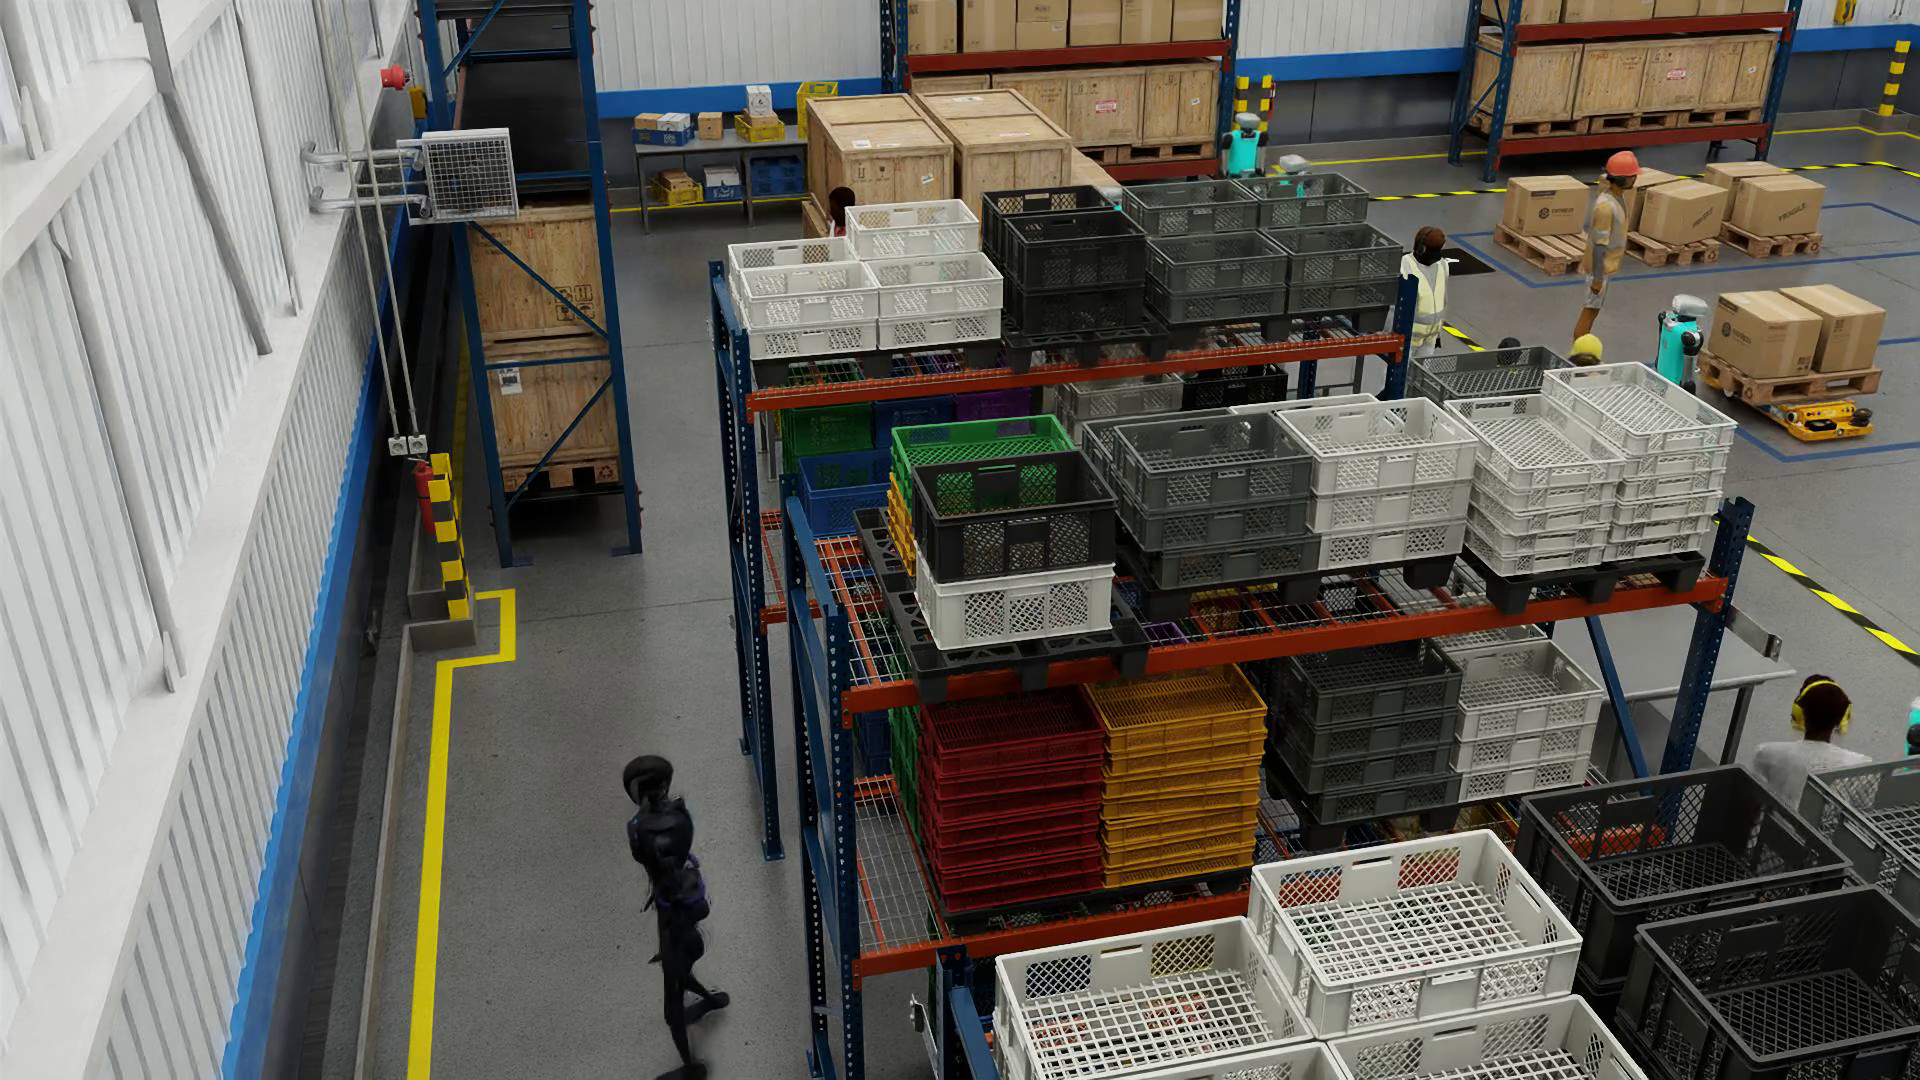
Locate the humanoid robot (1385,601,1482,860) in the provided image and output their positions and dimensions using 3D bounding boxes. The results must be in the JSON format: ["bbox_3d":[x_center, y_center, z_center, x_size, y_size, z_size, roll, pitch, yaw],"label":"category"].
[{"bbox_3d":[2.463,0.992,8.656,0.394,1.650,0.615,9,29,17],"label":"humanoid robot"}]

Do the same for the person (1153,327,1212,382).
[{"bbox_3d":[1.603,-0.695,11.729,0.558,1.790,0.955,25,36,38],"label":"person"}]

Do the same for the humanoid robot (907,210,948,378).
[{"bbox_3d":[-0.268,-1.842,13.970,0.679,1.813,0.540,-16,32,-28],"label":"humanoid robot"}]

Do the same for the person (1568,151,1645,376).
[{"bbox_3d":[5.719,-2.428,14.750,0.366,2.044,0.613,14,31,24],"label":"person"}]

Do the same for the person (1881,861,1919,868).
[{"bbox_3d":[3.824,1.819,6.721,0.617,2.022,0.507,-4,28,-7],"label":"person"}]

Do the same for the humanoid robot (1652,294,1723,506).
[{"bbox_3d":[5.414,-0.995,12.215,0.735,1.677,0.533,-1,28,-2],"label":"humanoid robot"}]

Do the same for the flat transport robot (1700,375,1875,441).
[{"bbox_3d":[7.143,-1.253,14.394,0.652,0.197,1.431,-6,28,-12],"label":"flat transport robot"}]

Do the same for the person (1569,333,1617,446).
[{"bbox_3d":[4.248,-0.640,11.701,0.566,1.719,0.636,4,28,7],"label":"person"}]

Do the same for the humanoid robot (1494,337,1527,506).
[{"bbox_3d":[3.766,-0.634,11.722,0.599,1.657,0.315,-1,28,-2],"label":"humanoid robot"}]

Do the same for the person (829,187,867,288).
[{"bbox_3d":[-0.935,-2.097,14.262,0.391,1.913,0.587,-16,32,-27],"label":"person"}]

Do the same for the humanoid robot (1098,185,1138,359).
[{"bbox_3d":[1.494,-2.330,14.845,0.689,1.750,0.530,-17,32,-29],"label":"humanoid robot"}]

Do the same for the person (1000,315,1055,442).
[{"bbox_3d":[0.514,-1.366,12.920,0.517,1.873,0.328,17,32,29],"label":"person"}]

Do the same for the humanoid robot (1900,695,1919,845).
[{"bbox_3d":[4.660,1.471,7.706,0.815,1.777,0.532,22,35,36],"label":"humanoid robot"}]

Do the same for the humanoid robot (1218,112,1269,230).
[{"bbox_3d":[2.974,-3.331,16.875,0.549,1.869,0.831,-11,30,-20],"label":"humanoid robot"}]

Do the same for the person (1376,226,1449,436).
[{"bbox_3d":[3.689,-1.658,13.520,0.629,1.835,0.429,-15,31,-26],"label":"person"}]

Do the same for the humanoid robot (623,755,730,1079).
[{"bbox_3d":[-1.246,1.646,7.422,0.405,1.636,0.611,-8,29,-15],"label":"humanoid robot"}]

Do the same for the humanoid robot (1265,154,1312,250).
[{"bbox_3d":[3.221,-2.596,15.495,0.557,1.870,0.823,-18,33,-31],"label":"humanoid robot"}]

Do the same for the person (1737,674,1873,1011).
[{"bbox_3d":[3.838,1.439,7.665,0.527,1.804,1.023,14,31,25],"label":"person"}]
